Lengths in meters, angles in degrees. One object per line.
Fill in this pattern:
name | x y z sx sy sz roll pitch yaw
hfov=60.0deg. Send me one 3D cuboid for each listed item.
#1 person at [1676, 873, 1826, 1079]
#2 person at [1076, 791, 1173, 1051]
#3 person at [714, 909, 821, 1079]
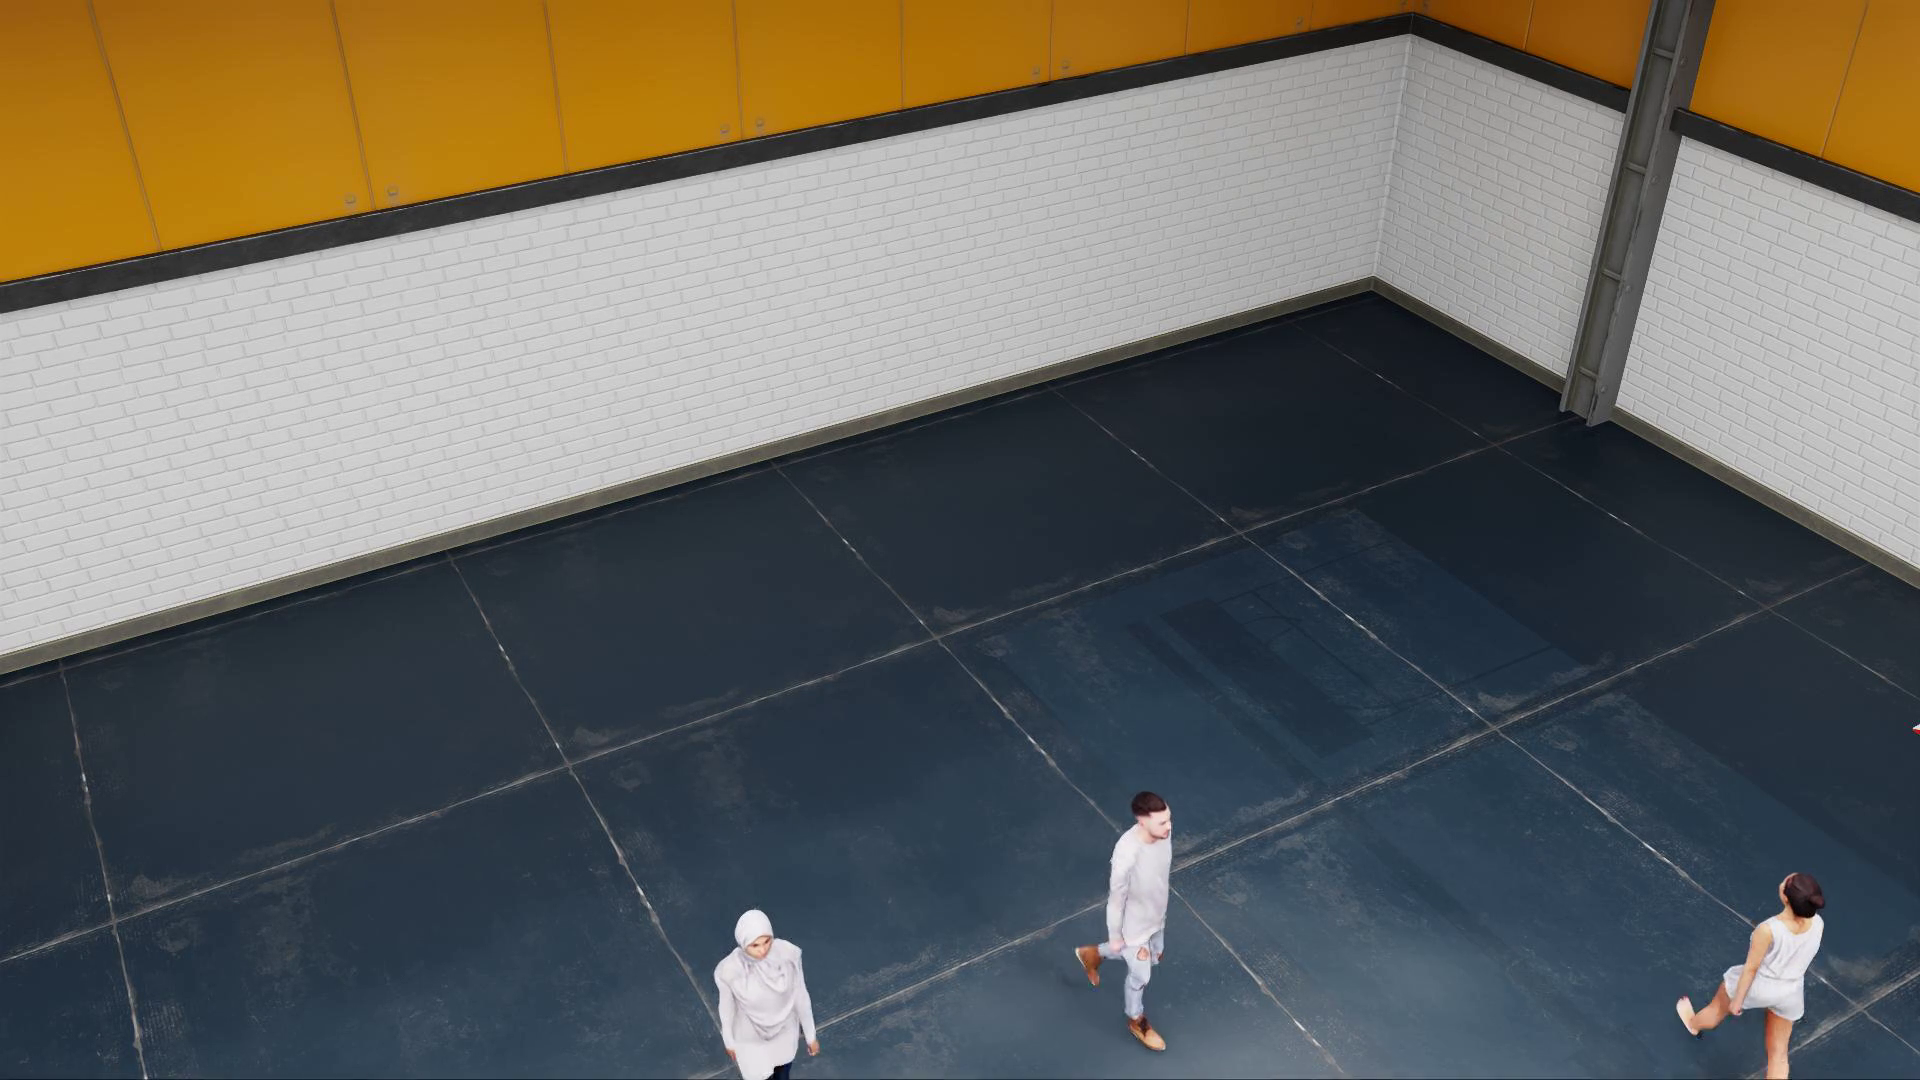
person | 4.439 2.508 9.046 0.857 1.558 1.133 -4 34 -6
person | 0.946 2.089 9.440 1.050 1.819 0.871 26 42 33
person | -1.046 2.548 8.802 0.646 1.762 0.615 -15 36 -21
